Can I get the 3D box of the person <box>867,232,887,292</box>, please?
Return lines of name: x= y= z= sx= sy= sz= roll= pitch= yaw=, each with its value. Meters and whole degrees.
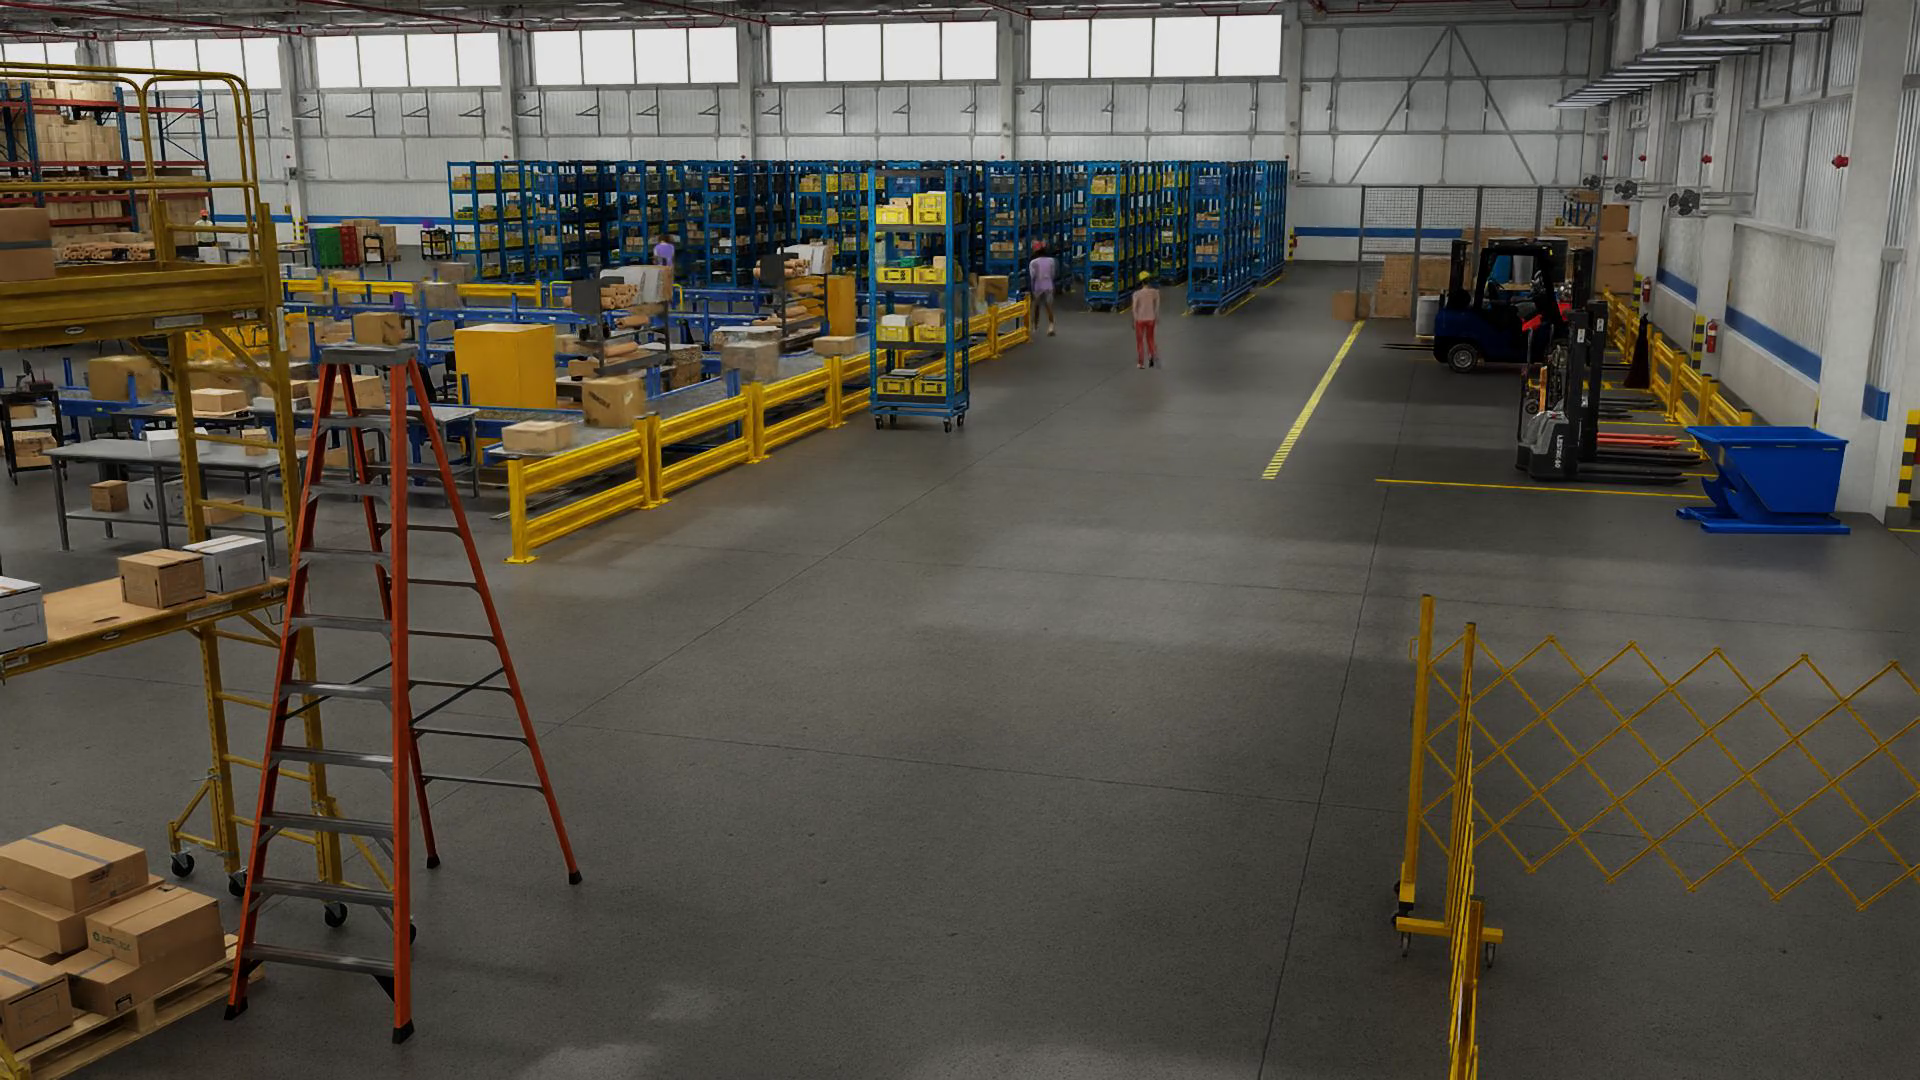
person: x=-2.229 y=-7.367 z=44.432 sx=0.616 sy=1.802 sz=0.697 roll=7 pitch=15 yaw=27

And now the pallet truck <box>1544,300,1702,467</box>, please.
pallet truck: x=8.263 y=-1.952 z=20.631 sx=1.885 sy=1.965 sz=0.823 roll=5 pitch=14 yaw=20

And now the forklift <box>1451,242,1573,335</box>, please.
forklift: x=10.464 y=-4.597 z=31.405 sx=2.680 sy=1.987 sz=1.157 roll=4 pitch=14 yaw=16

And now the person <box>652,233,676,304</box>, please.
person: x=-7.566 y=-6.906 z=42.394 sx=0.615 sy=1.822 sz=0.498 roll=-9 pitch=16 yaw=-34

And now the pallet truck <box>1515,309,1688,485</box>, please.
pallet truck: x=7.554 y=-1.677 z=19.446 sx=1.885 sy=1.965 sz=0.823 roll=3 pitch=13 yaw=14

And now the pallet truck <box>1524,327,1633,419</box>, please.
pallet truck: x=9.065 y=-2.460 z=24.370 sx=1.522 sy=1.261 sz=0.704 roll=3 pitch=13 yaw=14

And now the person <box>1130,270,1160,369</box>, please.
person: x=3.290 y=-3.934 z=29.727 sx=0.542 sy=1.750 sz=0.367 roll=-3 pitch=13 yaw=-13

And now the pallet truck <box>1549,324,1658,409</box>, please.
pallet truck: x=9.824 y=-2.669 z=25.407 sx=1.601 sy=1.201 sz=0.680 roll=4 pitch=14 yaw=16

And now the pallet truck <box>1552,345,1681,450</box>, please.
pallet truck: x=8.641 y=-1.896 z=21.908 sx=1.630 sy=1.274 sz=0.653 roll=4 pitch=14 yaw=16

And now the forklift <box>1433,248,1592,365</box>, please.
forklift: x=9.780 y=-4.111 z=29.280 sx=2.680 sy=1.987 sz=1.157 roll=3 pitch=13 yaw=14

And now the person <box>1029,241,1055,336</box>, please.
person: x=1.751 y=-5.326 z=35.255 sx=0.618 sy=1.986 sz=1.104 roll=-4 pitch=14 yaw=-18

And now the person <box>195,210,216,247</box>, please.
person: x=-24.878 y=-9.878 z=54.873 sx=0.381 sy=1.994 sz=0.622 roll=9 pitch=16 yaw=33
